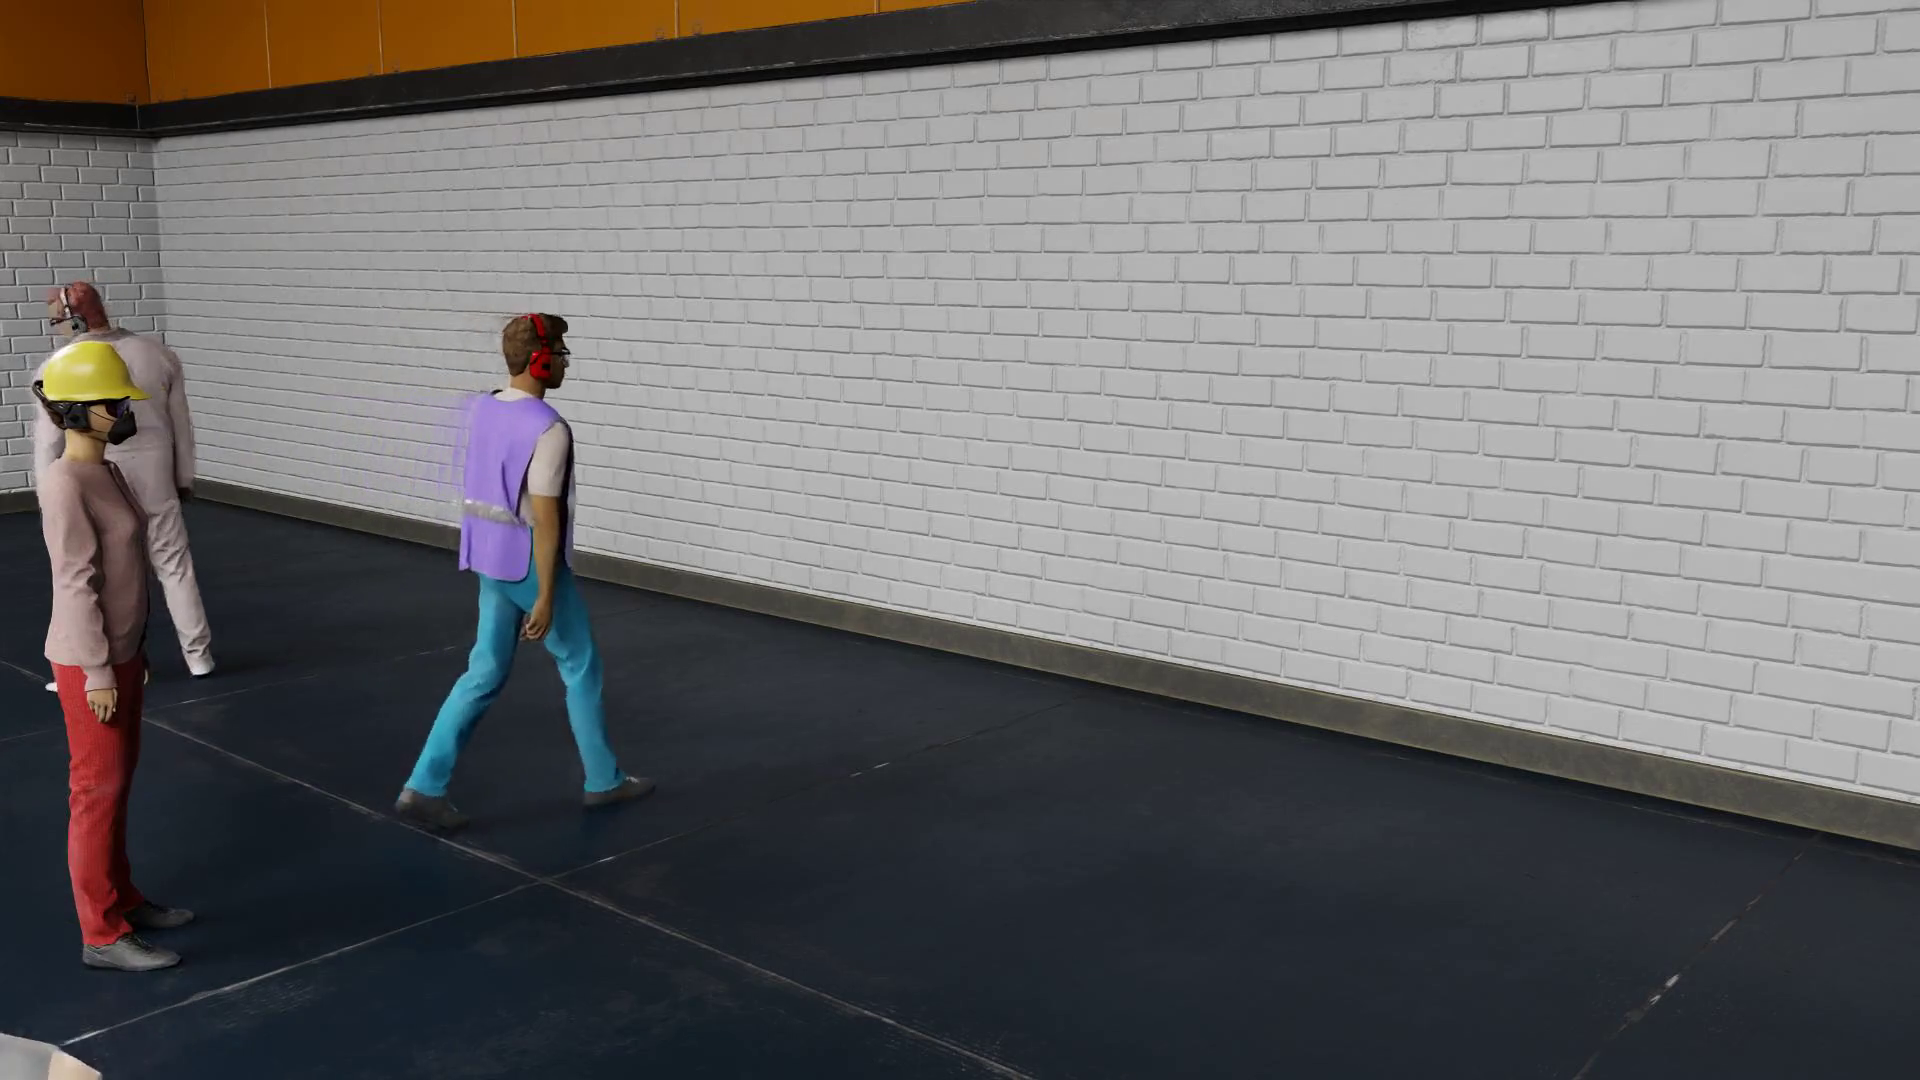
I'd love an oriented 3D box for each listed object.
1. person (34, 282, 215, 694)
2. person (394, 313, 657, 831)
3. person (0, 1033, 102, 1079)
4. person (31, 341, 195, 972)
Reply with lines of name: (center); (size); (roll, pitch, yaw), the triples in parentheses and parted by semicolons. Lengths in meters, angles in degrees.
person: (-3.865, -0.244, 7.665); (0.446, 1.875, 0.710); (8, 13, 37)
person: (-1.560, 0.114, 5.810); (0.569, 1.811, 0.926); (9, 14, 42)
person: (-0.945, 0.975, 1.419); (0.530, 1.624, 0.402); (-1, 10, -8)
person: (-2.399, 0.327, 4.702); (0.310, 1.769, 0.525); (-3, 10, -17)
